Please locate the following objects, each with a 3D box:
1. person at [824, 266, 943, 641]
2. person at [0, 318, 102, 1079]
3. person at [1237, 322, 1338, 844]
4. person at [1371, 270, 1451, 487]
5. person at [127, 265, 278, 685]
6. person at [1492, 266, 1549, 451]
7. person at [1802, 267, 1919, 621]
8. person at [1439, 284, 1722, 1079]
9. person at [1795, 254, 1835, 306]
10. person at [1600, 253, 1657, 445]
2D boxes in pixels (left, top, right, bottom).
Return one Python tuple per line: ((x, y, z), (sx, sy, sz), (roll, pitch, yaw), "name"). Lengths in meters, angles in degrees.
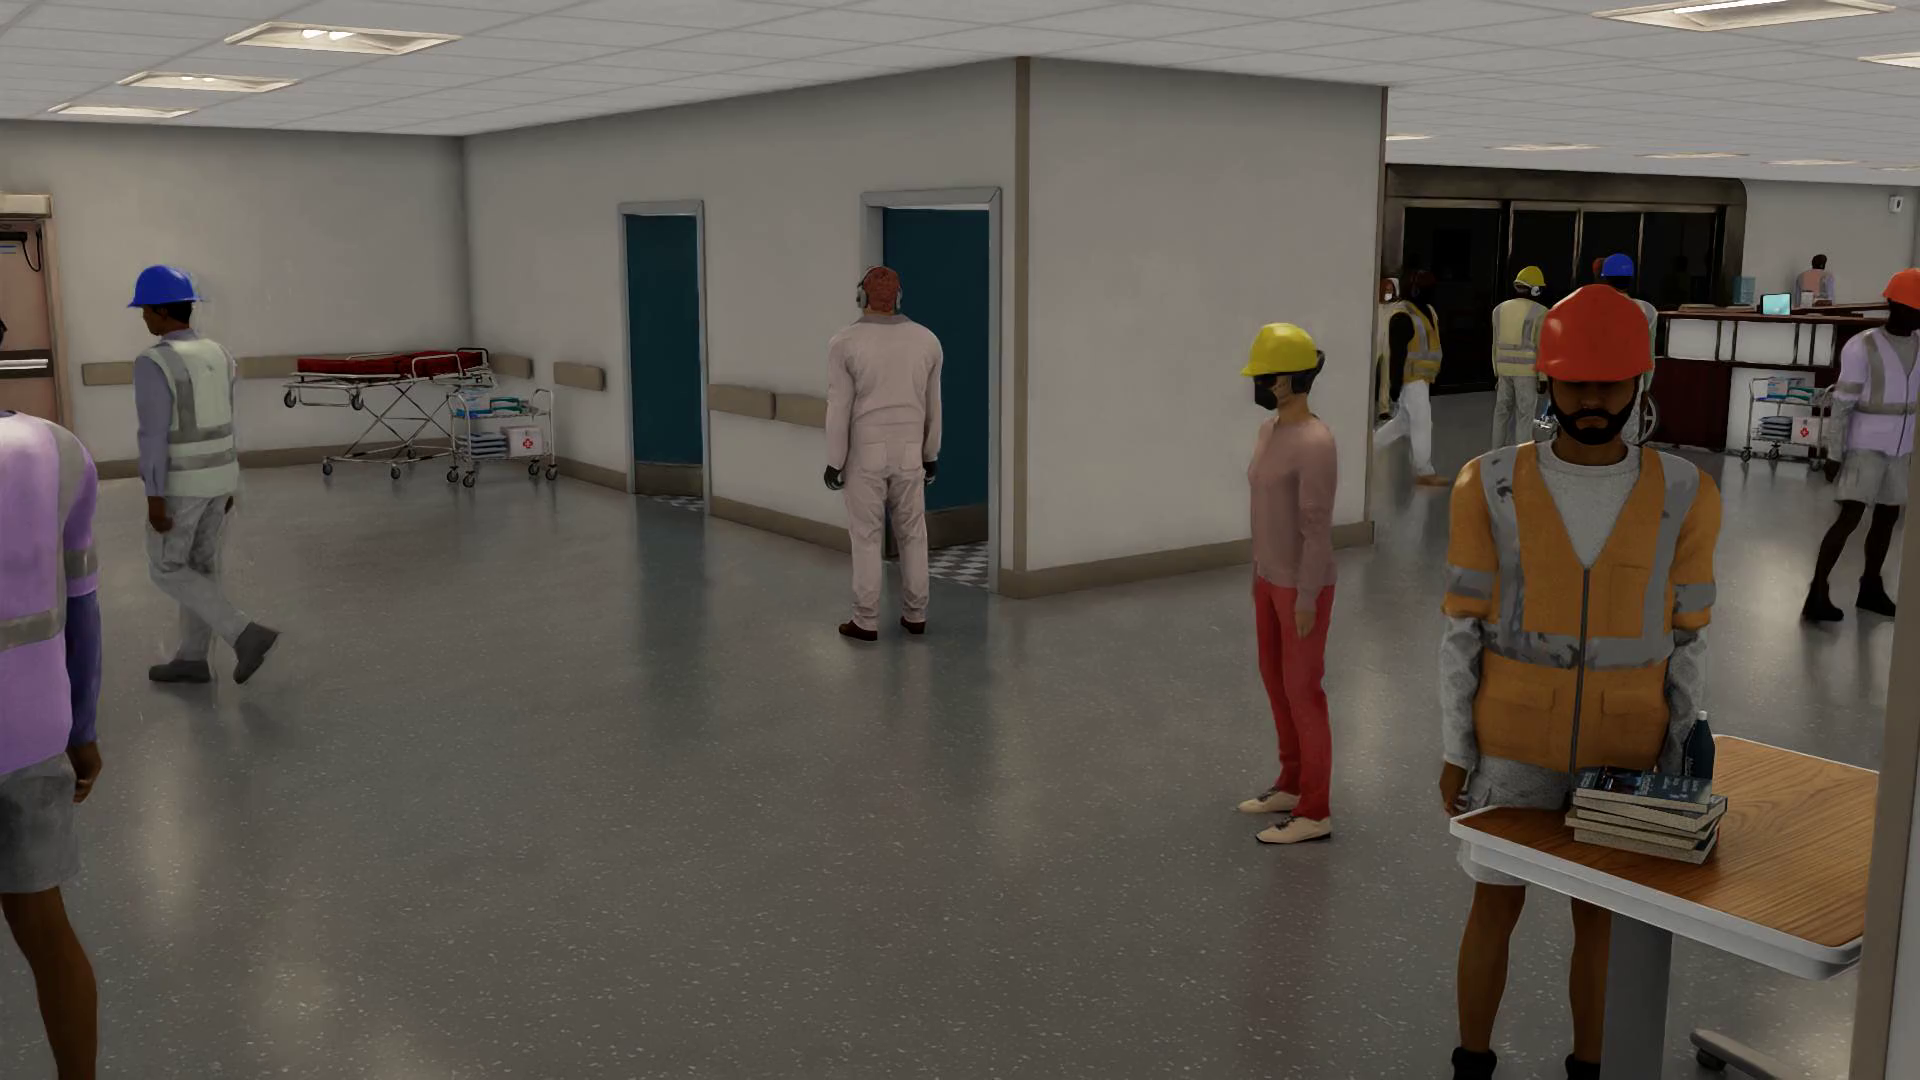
((-0.407, -0.441, 8.531), (0.651, 1.906, 0.403), (-6, 12, -28), "person")
((-2.046, 0.413, 3.422), (0.407, 2.029, 0.613), (3, 11, 17), "person")
((1.103, 0.145, 5.673), (0.341, 1.761, 0.531), (-2, 10, -11), "person")
((3.749, -1.371, 14.030), (0.835, 1.811, 0.613), (7, 12, 32), "person")
((-3.423, -0.266, 7.485), (0.674, 1.928, 0.625), (2, 10, 11), "person")
((4.948, -1.489, 14.647), (0.403, 1.826, 0.597), (-7, 12, -33), "person")
((4.911, -0.498, 8.878), (0.638, 1.905, 0.500), (-2, 10, -13), "person")
((1.301, 0.433, 3.548), (0.548, 1.937, 0.379), (3, 10, 14), "person")
((13.949, -3.727, 27.120), (0.429, 1.845, 0.621), (-7, 13, -36), "person")
((4.779, -1.117, 12.199), (0.614, 1.945, 0.401), (-2, 10, -9), "person")
